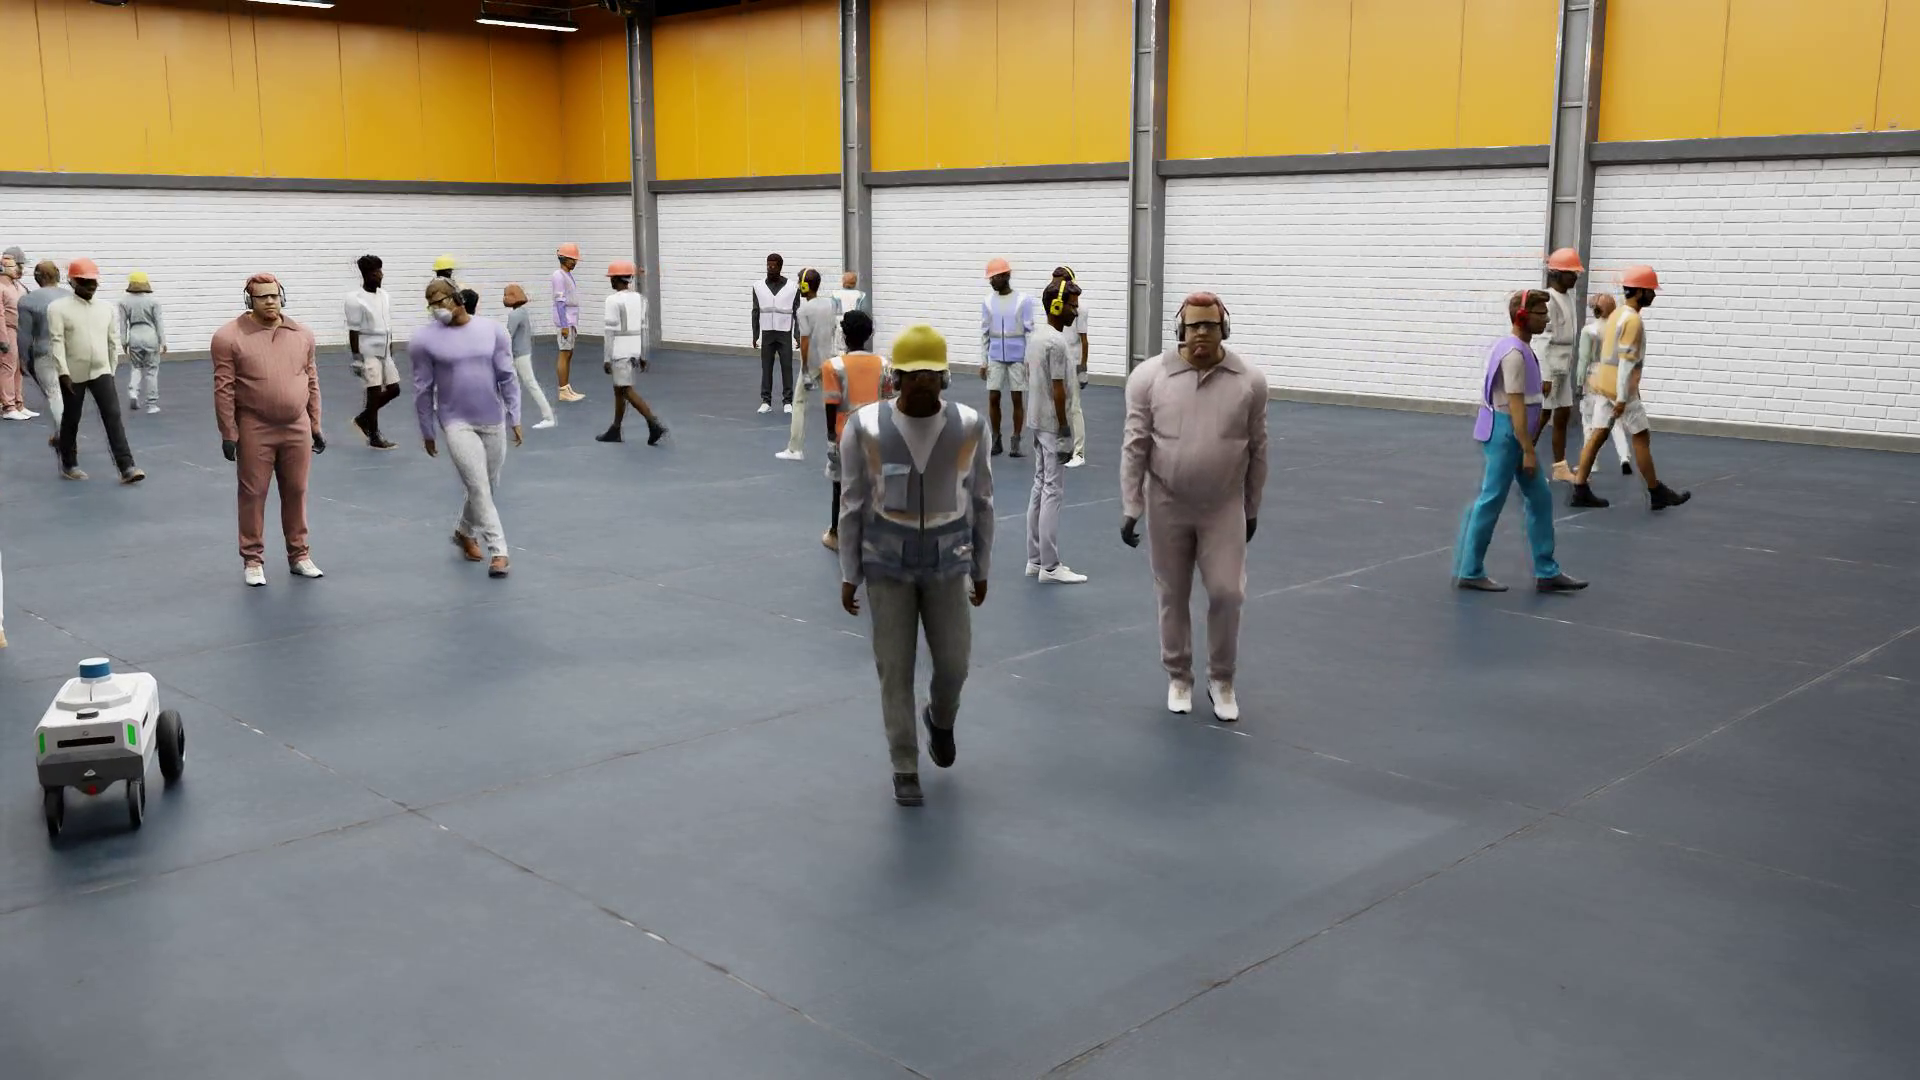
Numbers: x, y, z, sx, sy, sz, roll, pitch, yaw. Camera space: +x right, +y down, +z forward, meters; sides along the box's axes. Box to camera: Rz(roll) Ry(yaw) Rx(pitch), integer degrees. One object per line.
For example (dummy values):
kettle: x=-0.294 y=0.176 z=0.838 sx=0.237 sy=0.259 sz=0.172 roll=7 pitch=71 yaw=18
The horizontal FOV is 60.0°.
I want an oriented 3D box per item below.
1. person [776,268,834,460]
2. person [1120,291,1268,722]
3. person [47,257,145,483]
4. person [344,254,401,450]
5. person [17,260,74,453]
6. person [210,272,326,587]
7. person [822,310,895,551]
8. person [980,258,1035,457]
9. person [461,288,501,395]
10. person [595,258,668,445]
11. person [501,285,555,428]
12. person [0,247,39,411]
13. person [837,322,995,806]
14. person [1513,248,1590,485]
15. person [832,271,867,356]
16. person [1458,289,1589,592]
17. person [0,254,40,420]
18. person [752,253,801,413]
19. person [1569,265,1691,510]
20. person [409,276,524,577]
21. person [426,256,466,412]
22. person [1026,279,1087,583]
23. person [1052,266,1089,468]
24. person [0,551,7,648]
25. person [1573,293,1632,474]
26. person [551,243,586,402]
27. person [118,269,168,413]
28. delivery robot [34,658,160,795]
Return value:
person: x=-1.342 y=-1.643 z=15.667 sx=0.895 sy=1.838 sz=0.532 roll=9 pitch=14 yaw=41
person: x=1.025 y=-0.135 z=7.308 sx=0.649 sy=1.888 sz=0.595 roll=1 pitch=10 yaw=6
person: x=-7.508 y=-1.443 z=14.304 sx=1.019 sy=1.943 sz=0.620 roll=8 pitch=13 yaw=36
person: x=-5.872 y=-1.863 z=16.546 sx=0.494 sy=1.947 sz=0.636 roll=3 pitch=11 yaw=17
person: x=-8.964 y=-1.813 z=16.450 sx=0.928 sy=1.897 sz=0.646 roll=8 pitch=13 yaw=39
person: x=-4.214 y=-0.680 z=10.219 sx=0.651 sy=1.906 sz=0.401 roll=-10 pitch=14 yaw=-44
person: x=-0.664 y=-0.688 z=10.971 sx=0.539 sy=1.647 sz=0.891 roll=-5 pitch=11 yaw=-24
person: x=0.461 y=-1.750 z=16.086 sx=0.579 sy=1.902 sz=0.391 roll=4 pitch=11 yaw=23
person: x=-4.431 y=-1.433 z=14.988 sx=0.545 sy=1.662 sz=0.789 roll=0 pitch=10 yaw=0
person: x=-3.369 y=-1.914 z=16.961 sx=0.904 sy=1.907 sz=0.554 roll=5 pitch=12 yaw=25
person: x=-4.899 y=-2.018 z=18.372 sx=0.858 sy=1.585 sz=0.517 roll=-1 pitch=10 yaw=-3
person: x=-11.446 y=-2.601 z=20.328 sx=1.032 sy=2.000 sz=0.694 roll=-6 pitch=12 yaw=-28
person: x=-0.167 y=0.083 z=6.309 sx=0.604 sy=1.821 sz=0.478 roll=-1 pitch=10 yaw=-7
person: x=5.102 y=-1.470 z=14.218 sx=0.501 sy=2.046 sz=0.613 roll=9 pitch=14 yaw=40
person: x=-1.571 y=-2.991 z=23.586 sx=0.526 sy=1.620 sz=0.554 roll=0 pitch=10 yaw=-2
person: x=3.377 y=-0.559 z=9.793 sx=0.854 sy=1.808 sz=0.581 roll=5 pitch=11 yaw=25
person: x=-11.016 y=-2.355 z=19.346 sx=0.406 sy=1.911 sz=0.639 roll=-2 pitch=11 yaw=-11
person: x=-2.205 y=-2.484 z=20.026 sx=0.597 sy=1.915 sz=0.369 roll=0 pitch=10 yaw=3
person: x=5.247 y=-1.172 z=12.922 sx=0.944 sy=1.888 sz=0.569 roll=1 pitch=10 yaw=3
person: x=-3.126 y=-0.735 z=10.581 sx=0.634 sy=1.880 sz=0.908 roll=-7 pitch=12 yaw=-32
person: x=-6.115 y=-2.408 z=19.701 sx=0.972 sy=1.876 sz=0.610 roll=4 pitch=11 yaw=19
person: x=0.581 y=-0.666 z=10.274 sx=0.335 sy=1.861 sz=0.521 roll=-2 pitch=11 yaw=-13
person: x=0.977 y=-1.587 z=15.333 sx=0.371 sy=1.853 sz=0.503 roll=-9 pitch=14 yaw=-41
person: x=-5.163 y=-0.335 z=8.519 sx=0.626 sy=1.844 sz=0.429 roll=10 pitch=14 yaw=44
person: x=5.785 y=-1.380 z=14.852 sx=0.553 sy=1.615 sz=0.512 roll=-3 pitch=11 yaw=-16
person: x=-5.021 y=-2.786 z=21.359 sx=0.391 sy=2.034 sz=0.605 roll=-1 pitch=10 yaw=-4
person: x=-9.797 y=-2.379 z=19.958 sx=0.490 sy=1.730 sz=0.405 roll=-1 pitch=10 yaw=-6
delivery robot: x=-3.211 y=0.685 z=6.210 sx=0.477 sy=0.478 sz=0.707 roll=-4 pitch=11 yaw=-20
